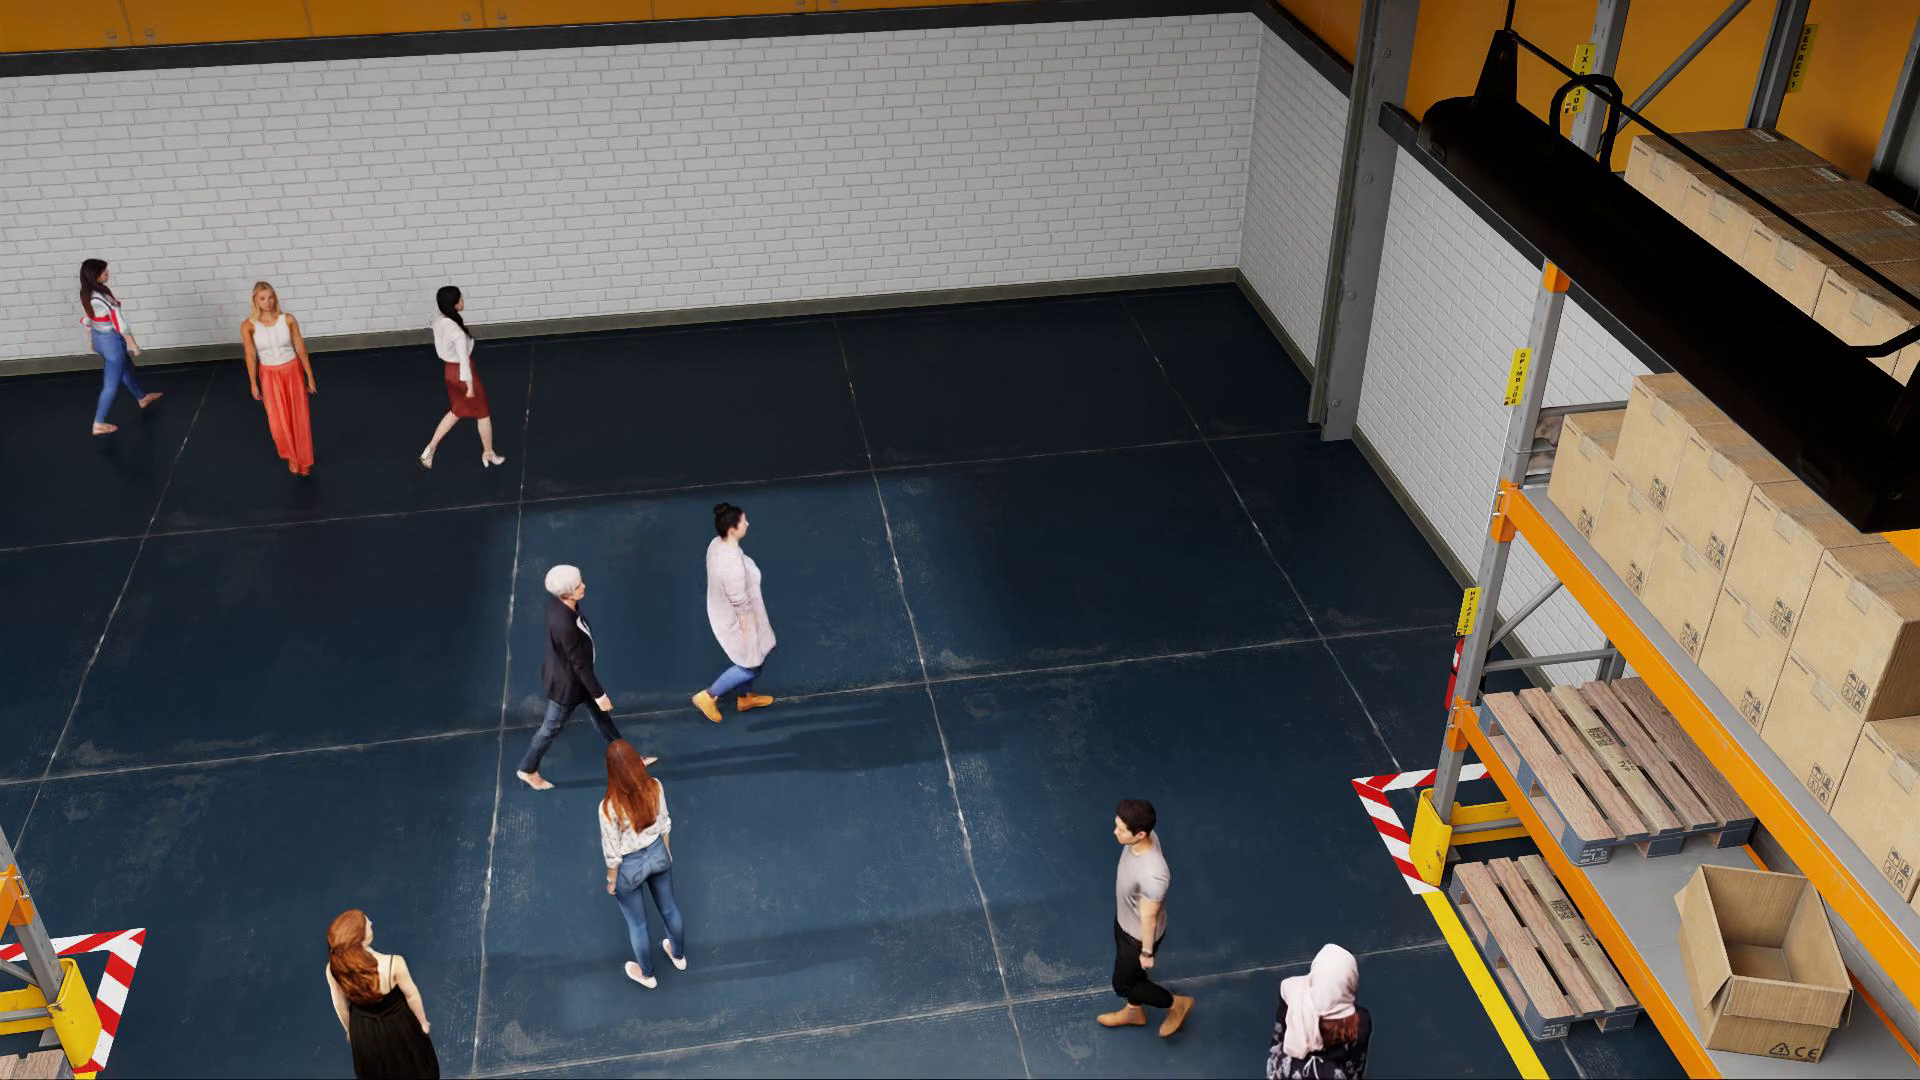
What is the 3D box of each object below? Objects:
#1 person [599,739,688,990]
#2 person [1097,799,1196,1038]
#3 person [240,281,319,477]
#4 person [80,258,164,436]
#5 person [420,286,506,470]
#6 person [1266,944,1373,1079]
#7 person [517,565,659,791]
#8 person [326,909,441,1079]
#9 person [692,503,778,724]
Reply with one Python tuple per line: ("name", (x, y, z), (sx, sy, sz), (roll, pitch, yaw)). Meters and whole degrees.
("person", (-1.782, 1.801, 9.284), (0.651, 1.728, 0.657), (-26, 41, -33))
("person", (1.042, 2.055, 8.929), (0.714, 1.698, 0.698), (-3, 34, -4))
("person", (-5.728, -1.375, 14.008), (0.784, 1.787, 0.852), (-17, 37, -24))
("person", (-7.540, -1.674, 14.652), (1.044, 1.574, 1.118), (15, 37, 22))
("person", (-4.246, -1.304, 13.954), (0.980, 1.730, 0.999), (-27, 42, -35))
("person", (1.727, 2.606, 8.161), (0.738, 1.631, 0.780), (15, 36, 21))
("person", (-2.641, 0.929, 10.680), (0.738, 1.749, 1.166), (-4, 34, -5))
("person", (-2.899, 2.475, 8.362), (0.586, 1.626, 0.582), (-2, 34, -4))
("person", (-1.575, 0.528, 11.200), (0.820, 1.728, 0.803), (-10, 35, -14))
